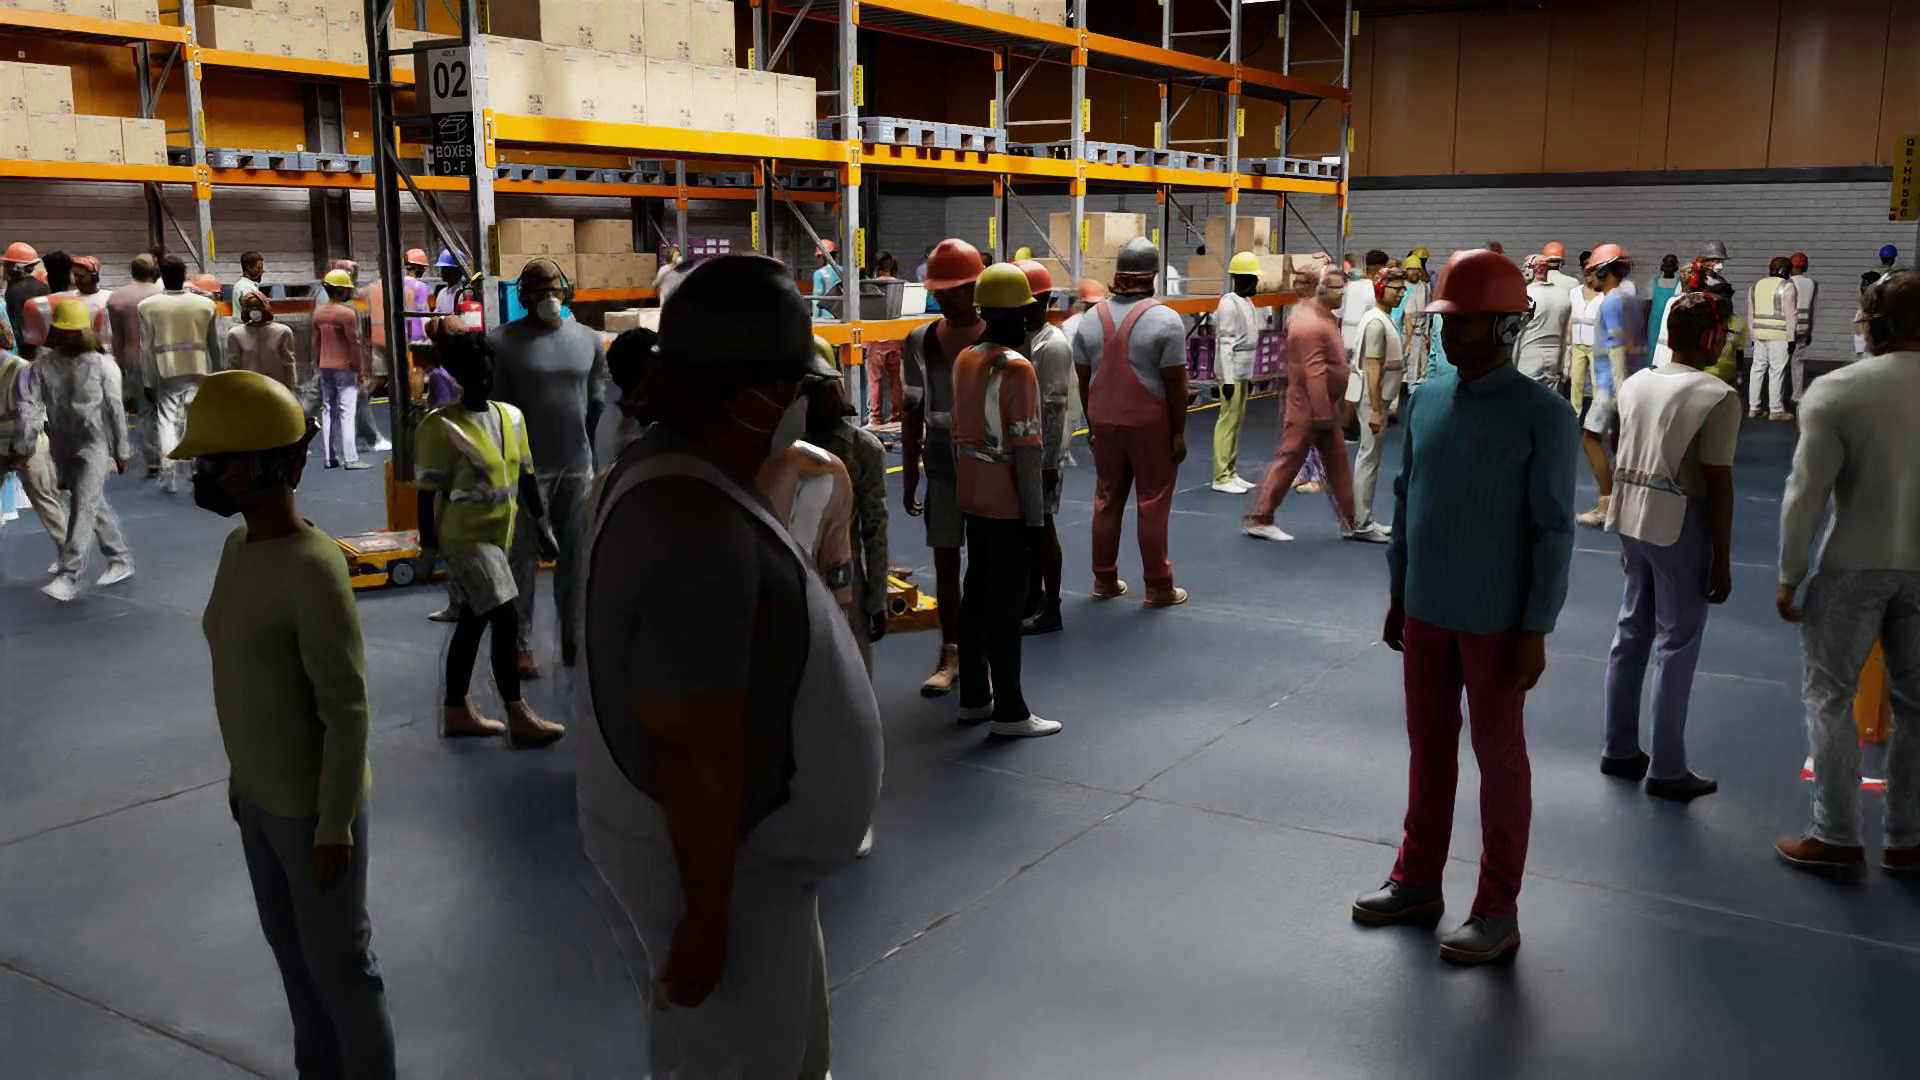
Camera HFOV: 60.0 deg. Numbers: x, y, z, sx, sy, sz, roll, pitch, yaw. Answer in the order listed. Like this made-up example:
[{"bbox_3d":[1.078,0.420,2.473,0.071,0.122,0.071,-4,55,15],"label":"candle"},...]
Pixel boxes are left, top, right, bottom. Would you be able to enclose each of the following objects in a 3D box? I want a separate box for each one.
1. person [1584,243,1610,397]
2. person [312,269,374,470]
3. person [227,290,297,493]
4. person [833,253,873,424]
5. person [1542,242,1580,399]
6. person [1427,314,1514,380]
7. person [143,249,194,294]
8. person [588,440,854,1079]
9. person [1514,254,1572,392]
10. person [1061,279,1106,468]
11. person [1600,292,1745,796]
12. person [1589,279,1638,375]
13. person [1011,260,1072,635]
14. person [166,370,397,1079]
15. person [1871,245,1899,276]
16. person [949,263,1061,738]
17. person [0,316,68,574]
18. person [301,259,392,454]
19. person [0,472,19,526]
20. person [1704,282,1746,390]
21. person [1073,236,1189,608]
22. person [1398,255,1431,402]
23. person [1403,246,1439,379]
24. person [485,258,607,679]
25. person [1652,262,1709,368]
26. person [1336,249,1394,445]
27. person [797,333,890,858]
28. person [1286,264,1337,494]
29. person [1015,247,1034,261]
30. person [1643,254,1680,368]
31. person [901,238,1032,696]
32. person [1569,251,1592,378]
[{"bbox_3d":[8.274,-2.852,21.589,0.392,1.986,0.610,4,11,22],"label":"person"},{"bbox_3d":[-5.471,-1.499,14.703,0.530,1.765,0.326,6,12,29],"label":"person"},{"bbox_3d":[-5.539,-1.166,13.240,0.498,1.628,0.287,-4,11,-20],"label":"person"},{"bbox_3d":[-1.098,-2.184,18.114,0.593,1.909,0.409,-2,10,-13],"label":"person"},{"bbox_3d":[6.289,-2.166,17.756,0.622,1.994,0.381,4,11,21],"label":"person"},{"bbox_3d":[3.453,-0.964,11.374,0.399,1.900,0.646,-8,13,-37],"label":"person"},{"bbox_3d":[-8.297,-2.093,17.542,0.683,1.916,0.382,-8,13,-39],"label":"person"},{"bbox_3d":[-0.530,0.401,3.775,0.584,1.918,0.405,-2,10,-12],"label":"person"},{"bbox_3d":[4.936,-1.502,14.352,0.645,1.900,0.399,-5,11,-24],"label":"person"},{"bbox_3d":[1.093,-1.420,14.487,0.570,1.695,0.961,-4,11,-21],"label":"person"},{"bbox_3d":[2.587,0.019,6.093,0.388,1.837,0.562,-3,11,-16],"label":"person"},{"bbox_3d":[7.324,-2.250,18.609,0.719,1.849,0.677,-6,12,-31],"label":"person"},{"bbox_3d":[0.363,-0.468,8.560,0.387,1.926,0.548,-4,11,-19],"label":"person"},{"bbox_3d":[-1.401,0.533,3.439,0.326,1.767,0.533,-9,14,-42],"label":"person"},{"bbox_3d":[13.540,-3.345,24.413,0.375,1.950,0.614,-2,10,-9],"label":"person"},{"bbox_3d":[0.168,-0.157,6.805,0.354,1.930,0.587,-6,12,-29],"label":"person"},{"bbox_3d":[-5.646,-0.541,9.862,0.512,1.592,0.851,3,11,16],"label":"person"},{"bbox_3d":[-5.915,-1.718,15.723,1.025,1.847,0.684,-8,13,-39],"label":"person"},{"bbox_3d":[-6.955,-1.039,11.734,0.395,1.918,0.586,-2,11,-13],"label":"person"},{"bbox_3d":[6.807,-1.517,15.116,0.533,1.664,0.813,0,10,-1],"label":"person"},{"bbox_3d":[1.002,-0.653,9.251,0.688,2.000,0.538,8,13,37],"label":"person"},{"bbox_3d":[5.630,-2.646,20.861,0.590,1.837,0.404,-2,10,-12],"label":"person"},{"bbox_3d":[6.621,-3.259,24.001,0.370,1.927,0.588,-7,13,-35],"label":"person"},{"bbox_3d":[-1.921,-0.333,7.758,0.634,1.937,0.355,-7,13,-36],"label":"person"},{"bbox_3d":[6.105,-1.433,14.141,0.390,1.839,0.565,2,10,8],"label":"person"},{"bbox_3d":[4.061,-1.914,16.553,0.822,1.921,0.634,-8,13,-36],"label":"person"},{"bbox_3d":[-0.473,0.192,5.427,0.486,1.735,0.344,1,10,4],"label":"person"},{"bbox_3d":[2.799,-1.289,13.356,0.342,1.839,0.501,-6,12,-29],"label":"person"},{"bbox_3d":[0.813,-2.840,21.682,0.388,1.927,0.589,5,12,27],"label":"person"},{"bbox_3d":[9.078,-2.754,21.436,0.508,1.846,0.345,6,12,30],"label":"person"},{"bbox_3d":[0.011,-0.296,7.314,0.613,2.031,0.403,4,11,22],"label":"person"},{"bbox_3d":[9.161,-3.305,24.440,0.511,1.865,0.329,10,14,44],"label":"person"}]
